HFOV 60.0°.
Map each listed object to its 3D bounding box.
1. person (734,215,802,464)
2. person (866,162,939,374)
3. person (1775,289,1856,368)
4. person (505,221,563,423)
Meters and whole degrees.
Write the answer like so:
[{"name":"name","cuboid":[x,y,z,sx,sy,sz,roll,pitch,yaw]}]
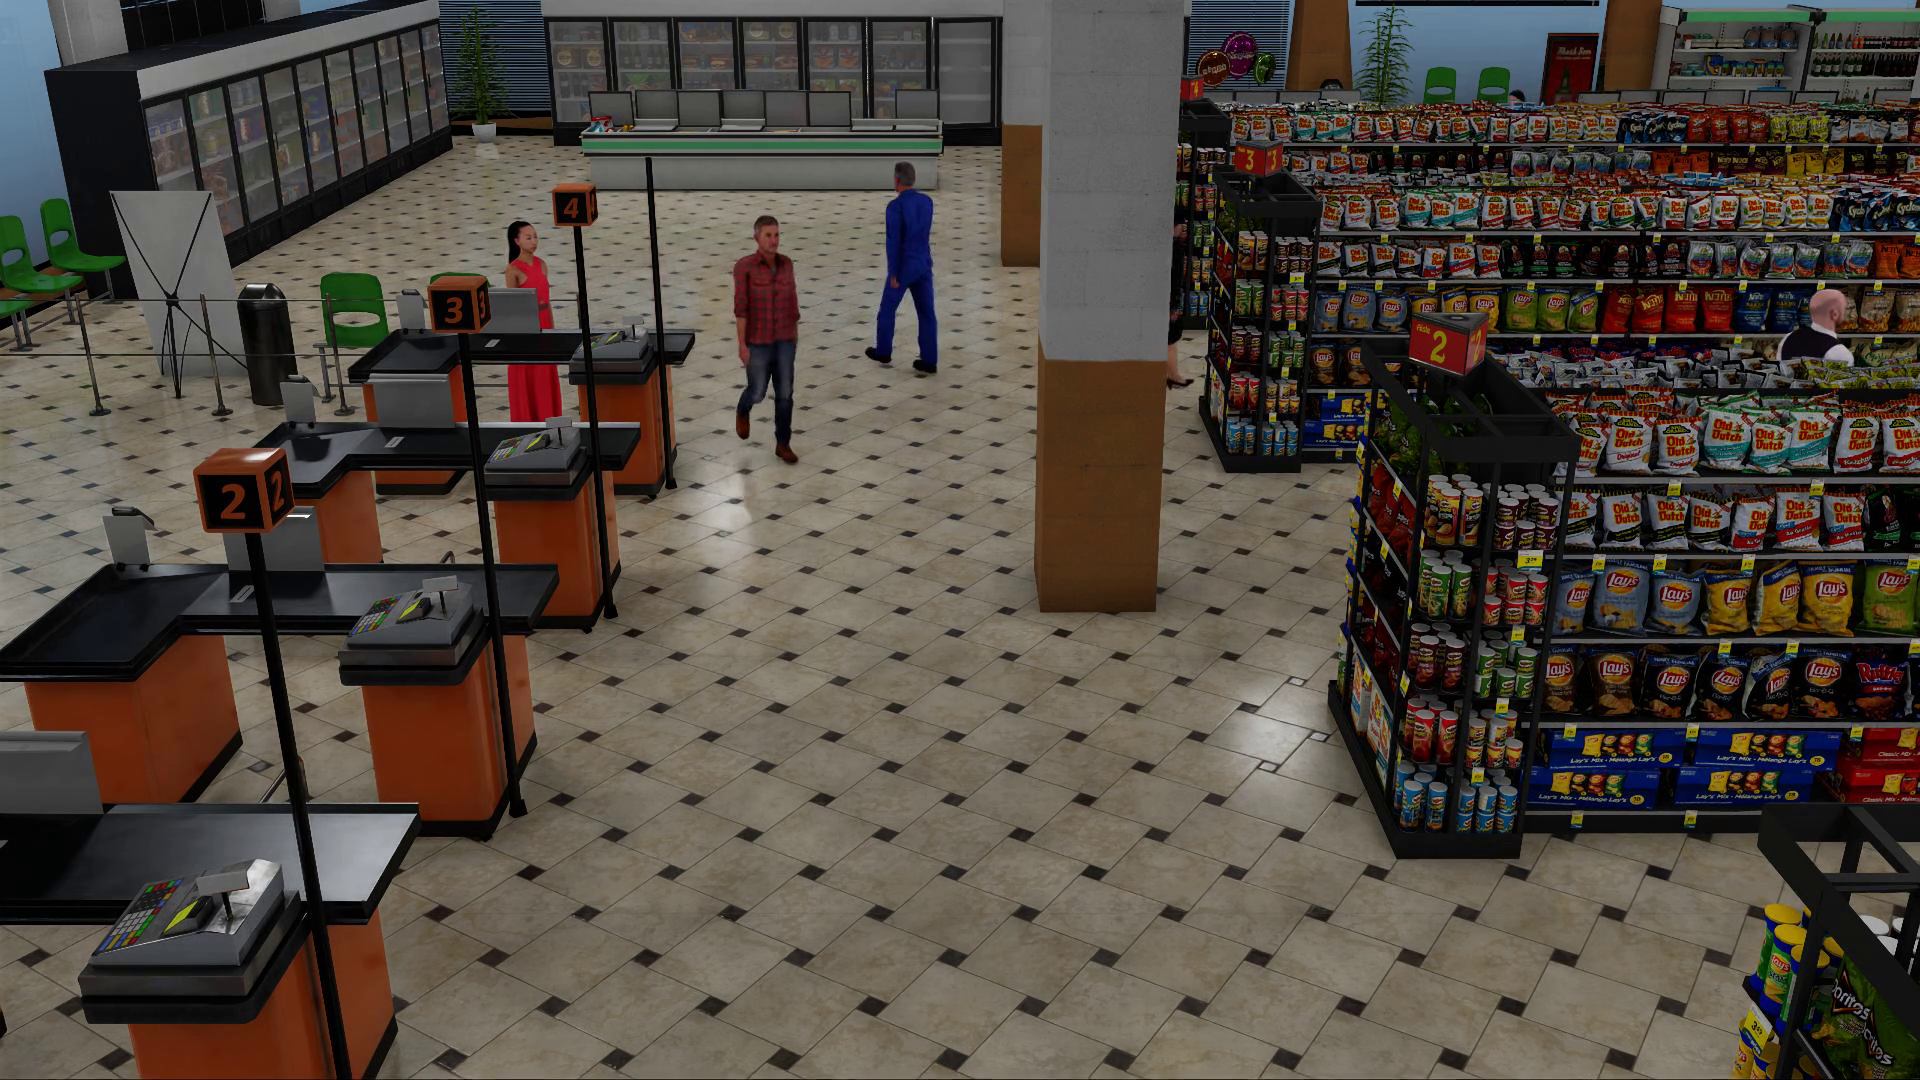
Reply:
[{"name":"person","cuboid":[-1.463,-1.502,12.341,1.023,1.817,1.030,-13,25,-30]},{"name":"person","cuboid":[-0.360,-2.326,14.420,1.081,1.797,1.111,-18,28,-38]},{"name":"person","cuboid":[5.141,-0.635,10.176,0.706,1.822,0.762,-7,23,-18]},{"name":"person","cuboid":[-3.248,-1.559,12.604,0.738,1.727,0.715,13,25,29]}]
